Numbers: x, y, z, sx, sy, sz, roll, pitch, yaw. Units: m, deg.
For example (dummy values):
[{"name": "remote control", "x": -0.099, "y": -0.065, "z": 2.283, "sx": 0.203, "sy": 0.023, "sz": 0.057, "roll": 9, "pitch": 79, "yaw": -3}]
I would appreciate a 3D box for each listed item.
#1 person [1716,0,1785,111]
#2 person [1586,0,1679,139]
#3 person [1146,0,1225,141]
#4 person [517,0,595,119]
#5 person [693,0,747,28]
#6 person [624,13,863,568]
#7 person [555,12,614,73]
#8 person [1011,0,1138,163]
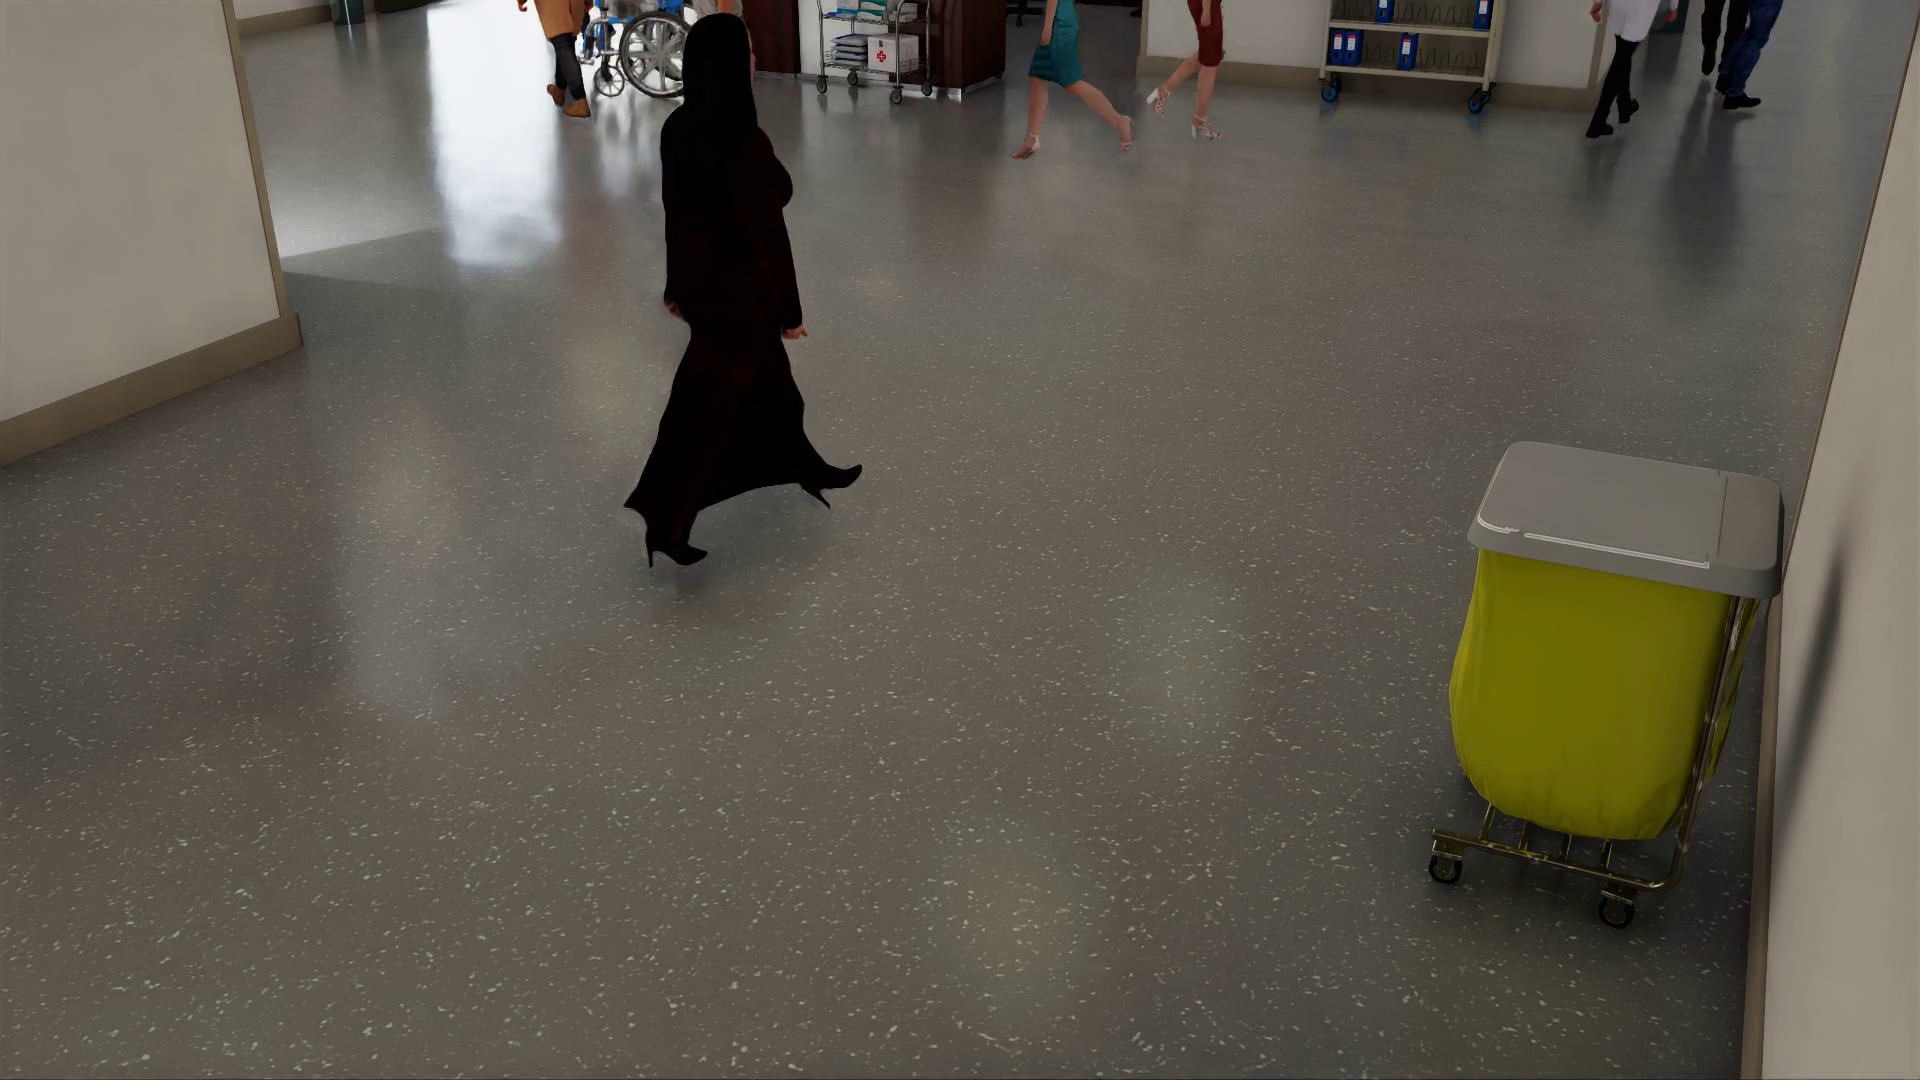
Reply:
[{"name": "person", "x": 5.686, "y": -4.028, "z": 11.891, "sx": 0.844, "sy": 1.869, "sz": 0.795, "roll": -7, "pitch": 27, "yaw": -14}, {"name": "person", "x": 4.406, "y": -3.538, "z": 10.988, "sx": 1.066, "sy": 1.772, "sz": 0.944, "roll": 23, "pitch": 34, "yaw": 39}, {"name": "person", "x": 1.530, "y": -3.468, "z": 10.893, "sx": 0.827, "sy": 1.728, "sz": 0.733, "roll": 2, "pitch": 26, "yaw": 5}, {"name": "person", "x": -2.753, "y": -3.785, "z": 11.544, "sx": 0.905, "sy": 1.690, "sz": 1.109, "roll": -21, "pitch": 33, "yaw": -37}, {"name": "person", "x": -1.363, "y": -2.904, "z": 9.532, "sx": 0.766, "sy": 1.894, "sz": 0.743, "roll": -5, "pitch": 26, "yaw": -10}, {"name": "person", "x": -0.795, "y": -0.690, "z": 5.157, "sx": 1.117, "sy": 1.705, "sz": 1.187, "roll": -16, "pitch": 30, "yaw": -30}, {"name": "person", "x": -3.100, "y": -4.589, "z": 13.158, "sx": 1.169, "sy": 1.781, "sz": 0.784, "roll": 9, "pitch": 27, "yaw": 18}, {"name": "person", "x": 0.709, "y": -3.141, "z": 10.292, "sx": 1.075, "sy": 1.661, "sz": 0.752, "roll": 2, "pitch": 26, "yaw": 4}]
